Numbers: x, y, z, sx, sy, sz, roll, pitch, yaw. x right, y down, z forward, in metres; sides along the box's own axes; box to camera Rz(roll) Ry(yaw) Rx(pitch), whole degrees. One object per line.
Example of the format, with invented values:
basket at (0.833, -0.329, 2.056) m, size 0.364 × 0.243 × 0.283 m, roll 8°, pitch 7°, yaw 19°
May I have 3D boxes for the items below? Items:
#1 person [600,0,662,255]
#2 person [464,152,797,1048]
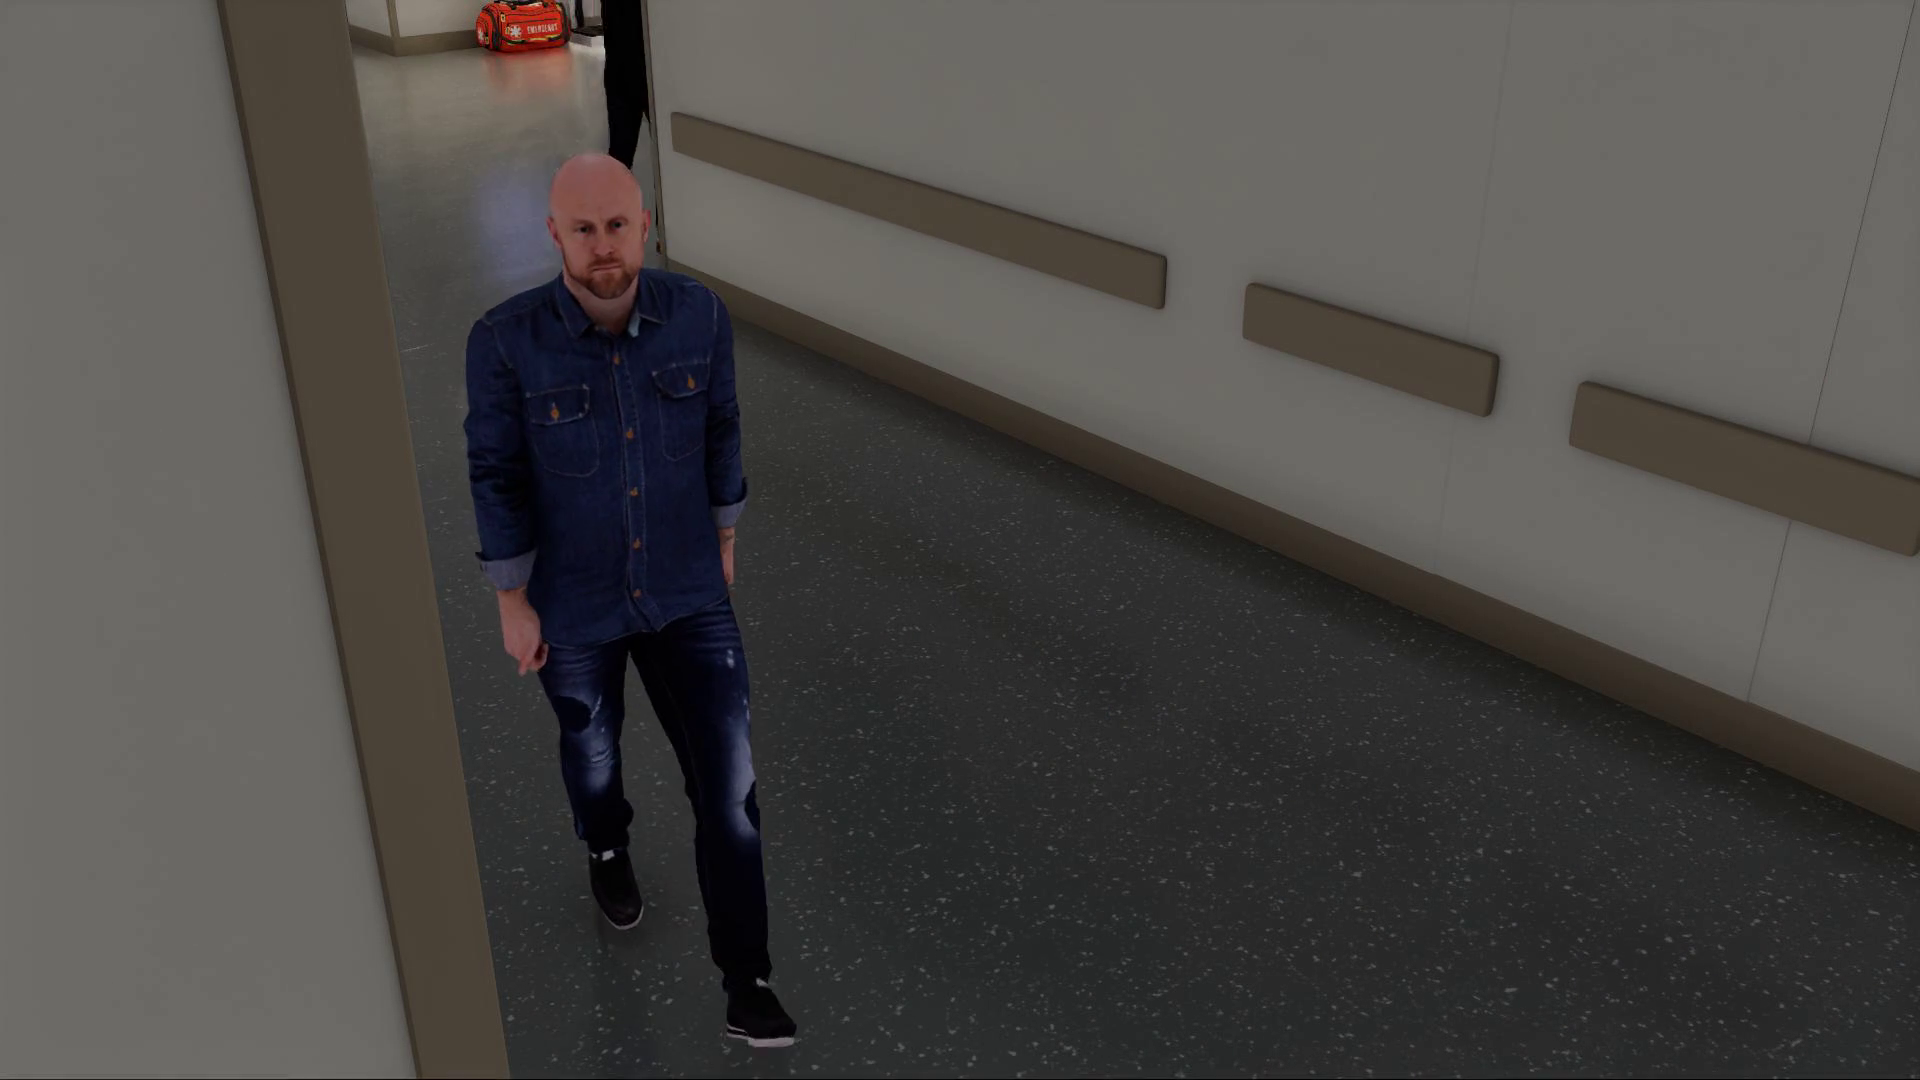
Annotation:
person at (-1.643, -2.223, 8.285) m, size 1.025 × 1.778 × 1.223 m, roll 9°, pitch 27°, yaw 19°
person at (-0.709, 0.116, 3.436) m, size 1.215 × 1.775 × 1.055 m, roll -10°, pitch 27°, yaw -20°
